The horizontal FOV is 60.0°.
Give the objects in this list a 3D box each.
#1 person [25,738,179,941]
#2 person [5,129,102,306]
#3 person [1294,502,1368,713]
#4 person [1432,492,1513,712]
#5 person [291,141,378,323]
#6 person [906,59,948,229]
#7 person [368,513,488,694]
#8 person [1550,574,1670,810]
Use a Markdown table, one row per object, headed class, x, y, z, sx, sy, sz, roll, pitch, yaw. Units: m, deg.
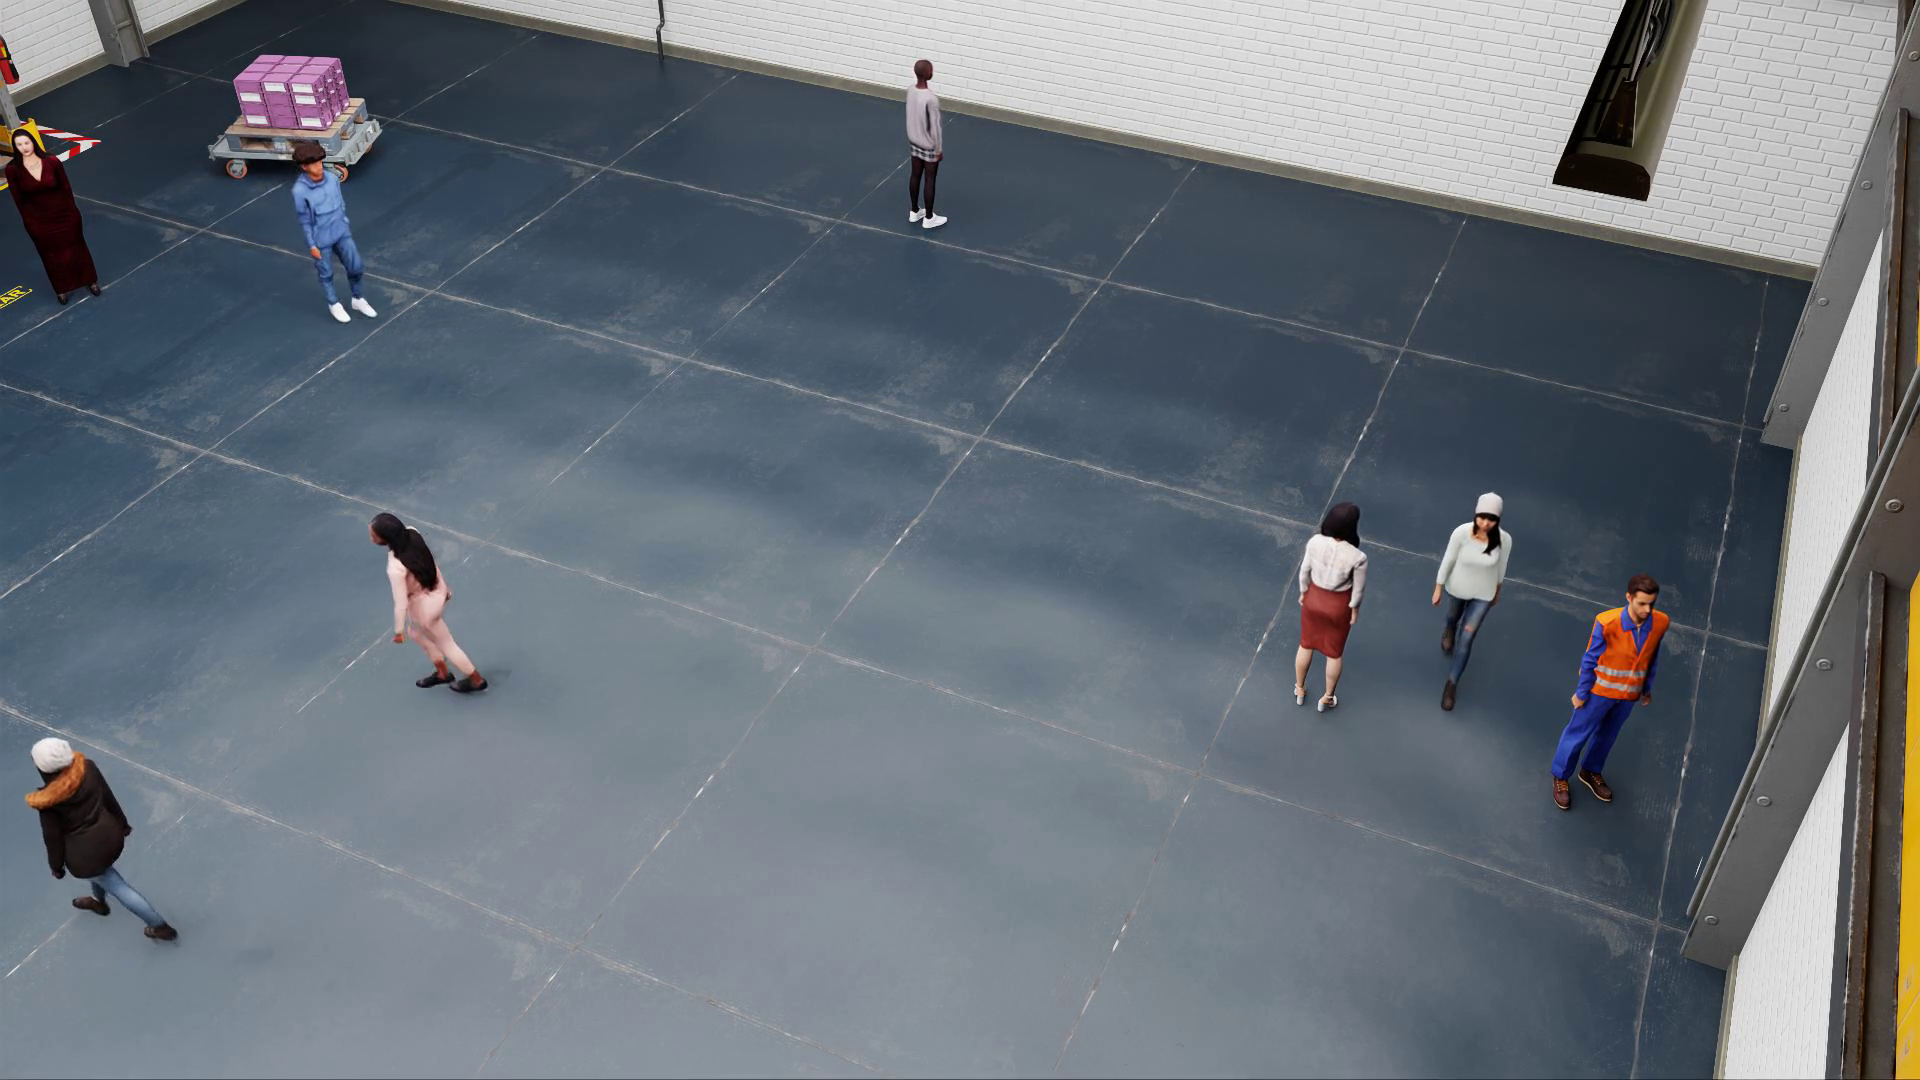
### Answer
| class | x | y | z | sx | sy | sz | roll | pitch | yaw |
| --- | --- | --- | --- | --- | --- | --- | --- | --- | --- |
| person | -5.067 | 1.811 | 9.814 | 0.786 | 1.594 | 0.999 | 11 | 40 | 13 |
| person | -8.652 | -3.086 | 15.816 | 0.721 | 1.757 | 0.823 | -22 | 44 | -25 |
| person | 2.516 | 0.465 | 11.374 | 0.612 | 1.750 | 0.538 | 21 | 43 | 24 |
| person | 3.572 | 0.310 | 11.684 | 0.689 | 1.606 | 1.149 | 12 | 40 | 14 |
| person | -5.968 | -2.884 | 15.533 | 0.828 | 1.794 | 0.700 | 31 | 48 | 32 |
| person | -0.376 | -4.070 | 17.037 | 0.651 | 1.771 | 0.683 | -30 | 48 | -32 |
| person | -3.606 | 0.452 | 11.448 | 0.881 | 1.679 | 0.825 | 3 | 39 | 4 |
| person | 4.179 | 0.951 | 10.675 | 0.788 | 1.864 | 0.810 | -6 | 39 | -8 |
